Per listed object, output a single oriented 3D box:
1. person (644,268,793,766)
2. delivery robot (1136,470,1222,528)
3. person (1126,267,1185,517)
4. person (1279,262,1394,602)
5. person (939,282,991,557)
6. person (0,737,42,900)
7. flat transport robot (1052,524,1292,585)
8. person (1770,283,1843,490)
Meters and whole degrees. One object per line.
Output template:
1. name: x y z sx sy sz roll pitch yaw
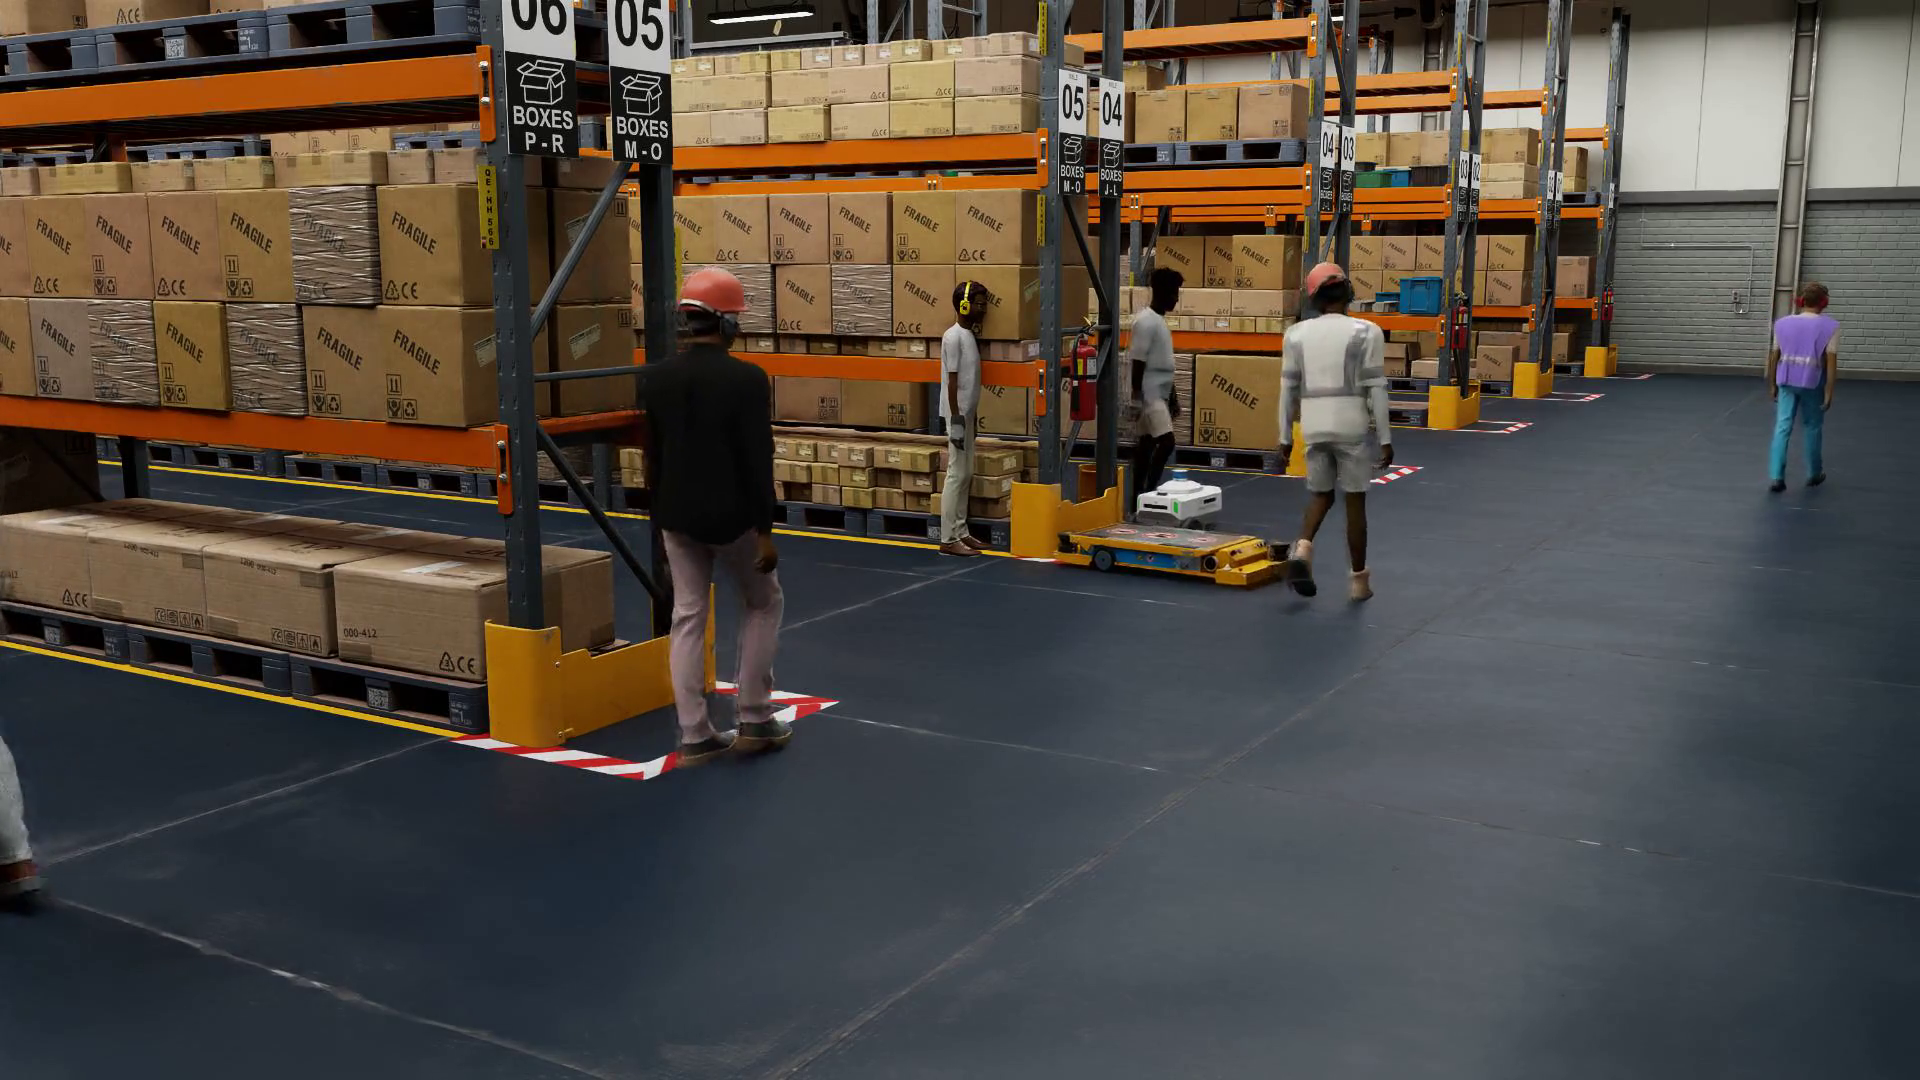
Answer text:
1. person: -0.937 -0.097 6.725 0.646 1.975 0.672 5 11 26
2. delivery robot: 1.518 -0.243 11.474 0.477 0.478 0.707 7 12 35
3. person: 1.551 -1.112 12.755 0.550 1.943 0.624 3 10 18
4. person: 2.172 -0.619 9.733 0.687 2.004 0.630 7 12 36
5. person: 0.033 -0.816 11.302 0.333 1.860 0.510 2 10 14
6. person: -3.314 0.212 5.211 1.037 1.890 0.651 5 11 26
7. flat transport robot: 1.367 0.071 10.744 1.431 0.197 0.652 7 12 37
8. person: 7.351 -1.334 14.514 0.592 1.791 0.973 9 13 43
